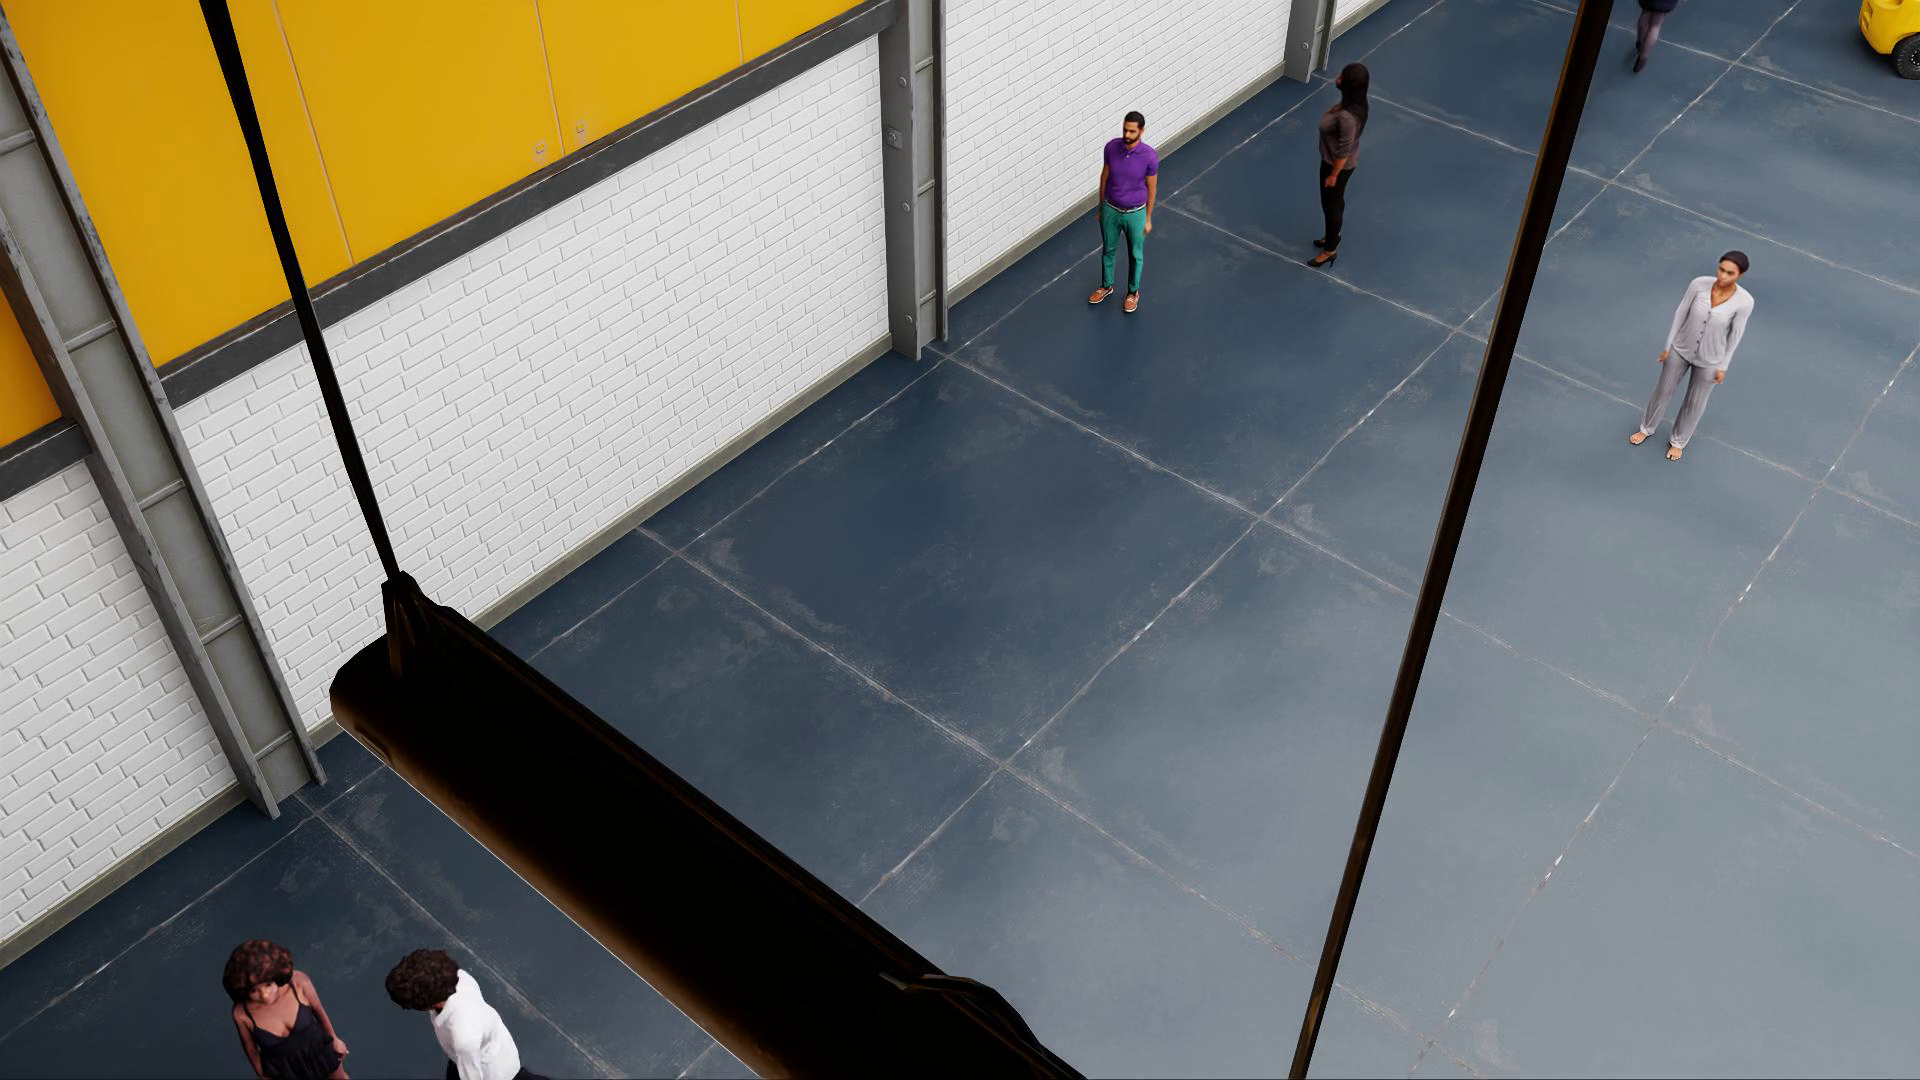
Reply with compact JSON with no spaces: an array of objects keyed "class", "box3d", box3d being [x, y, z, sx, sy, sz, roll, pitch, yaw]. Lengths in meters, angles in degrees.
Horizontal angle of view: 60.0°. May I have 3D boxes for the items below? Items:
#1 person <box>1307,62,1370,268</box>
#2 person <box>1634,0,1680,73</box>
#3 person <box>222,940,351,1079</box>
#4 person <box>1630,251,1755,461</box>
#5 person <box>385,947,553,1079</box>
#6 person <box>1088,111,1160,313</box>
[{"class":"person","box3d":[3.187,-3.146,13.943,0.787,1.842,0.658,14,45,14]},{"class":"person","box3d":[6.947,-5.457,16.506,0.742,1.651,0.928,23,48,22]},{"class":"person","box3d":[-3.203,2.501,8.053,0.530,1.789,0.664,-29,51,-27]},{"class":"person","box3d":[5.403,-1.381,12.167,0.631,1.736,0.533,29,51,27]},{"class":"person","box3d":[-2.249,2.472,8.112,1.227,1.751,0.906,-21,47,-21]},{"class":"person","box3d":[1.346,-2.684,13.512,0.691,1.767,0.664,17,46,17]}]
